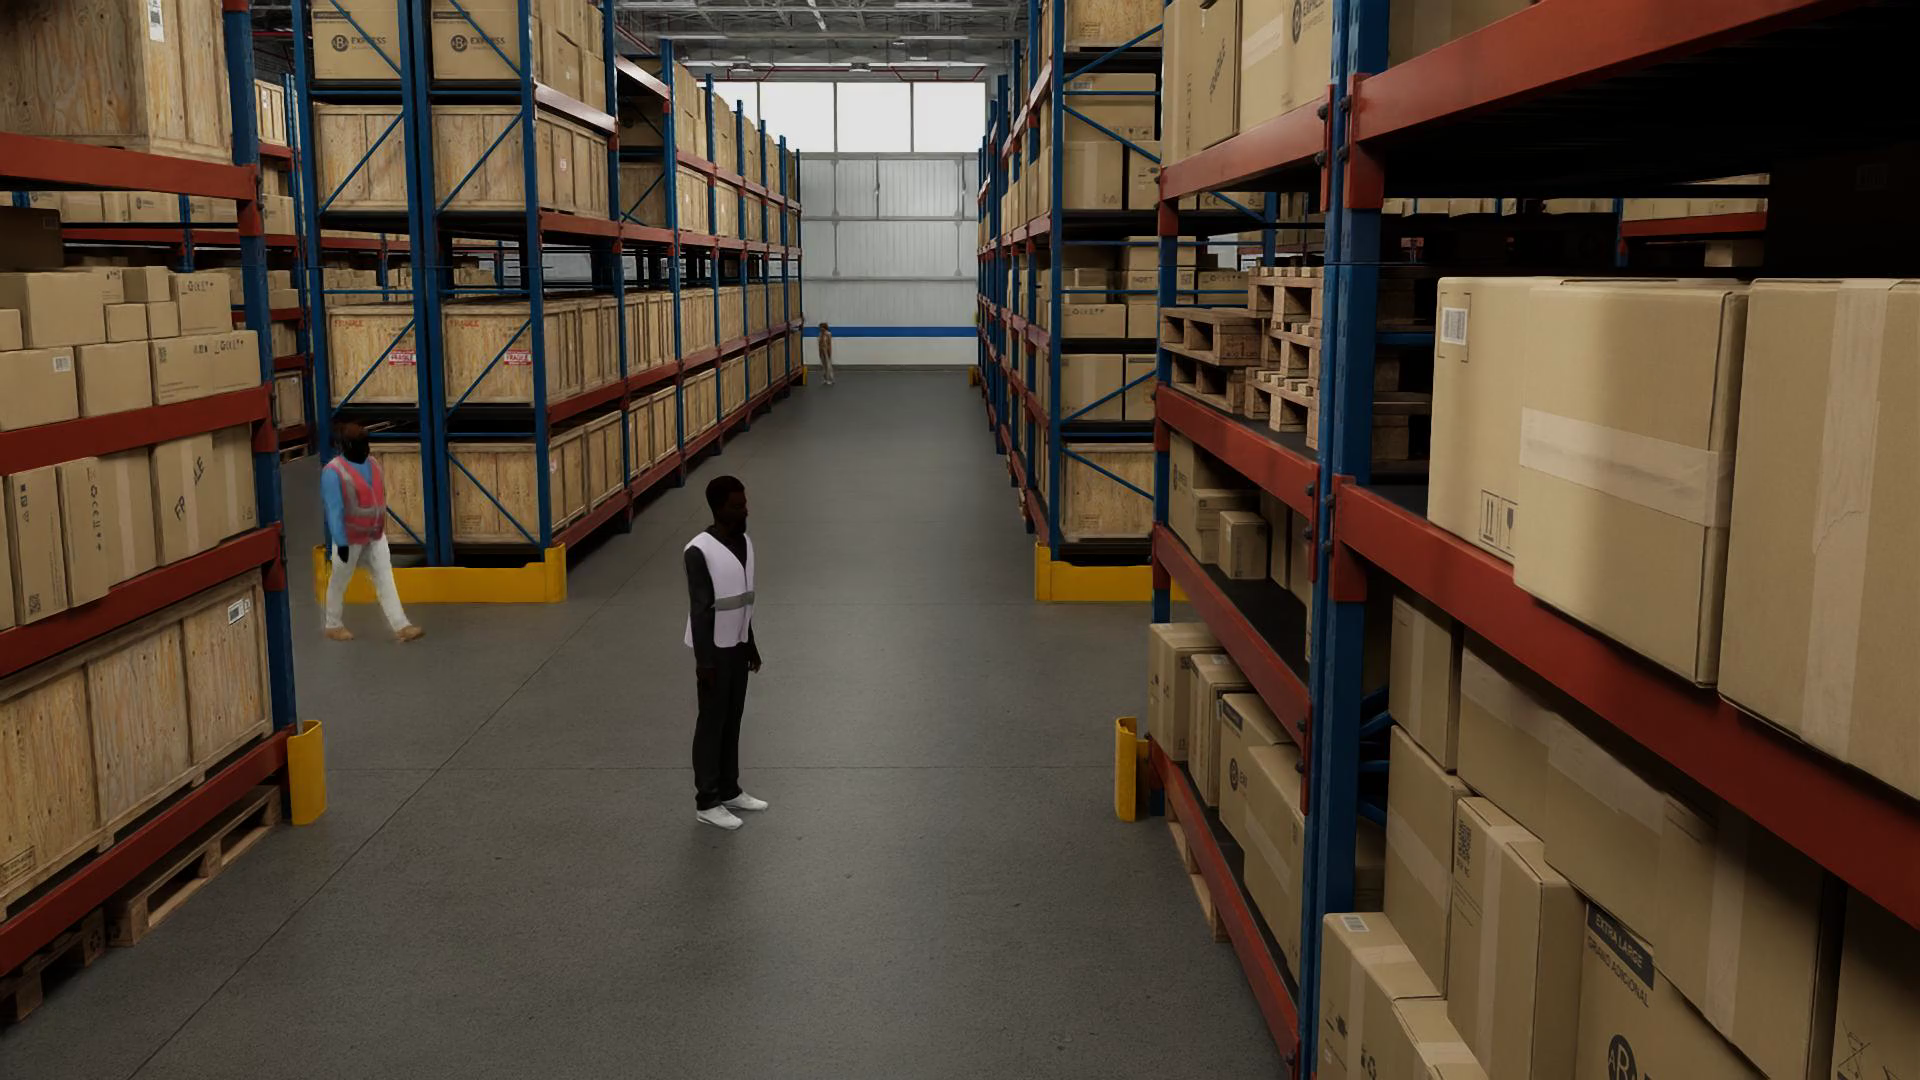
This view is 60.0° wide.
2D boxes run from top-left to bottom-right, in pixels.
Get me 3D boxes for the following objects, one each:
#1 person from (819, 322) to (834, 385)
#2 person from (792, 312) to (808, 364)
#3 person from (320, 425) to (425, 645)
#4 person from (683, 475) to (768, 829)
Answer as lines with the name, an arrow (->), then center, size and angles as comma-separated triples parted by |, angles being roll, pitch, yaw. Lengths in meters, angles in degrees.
person -> -3.525, -4.902, 43.746 | 0.315, 1.628, 0.516 | -8, 12, -42
person -> -4.280, -5.067, 43.942 | 0.568, 1.899, 0.579 | -2, 10, -15
person -> -4.807, -0.030, 13.376 | 0.975, 1.787, 0.652 | 5, 10, 26
person -> -1.301, 0.596, 9.140 | 0.390, 1.920, 0.587 | 3, 10, 20
